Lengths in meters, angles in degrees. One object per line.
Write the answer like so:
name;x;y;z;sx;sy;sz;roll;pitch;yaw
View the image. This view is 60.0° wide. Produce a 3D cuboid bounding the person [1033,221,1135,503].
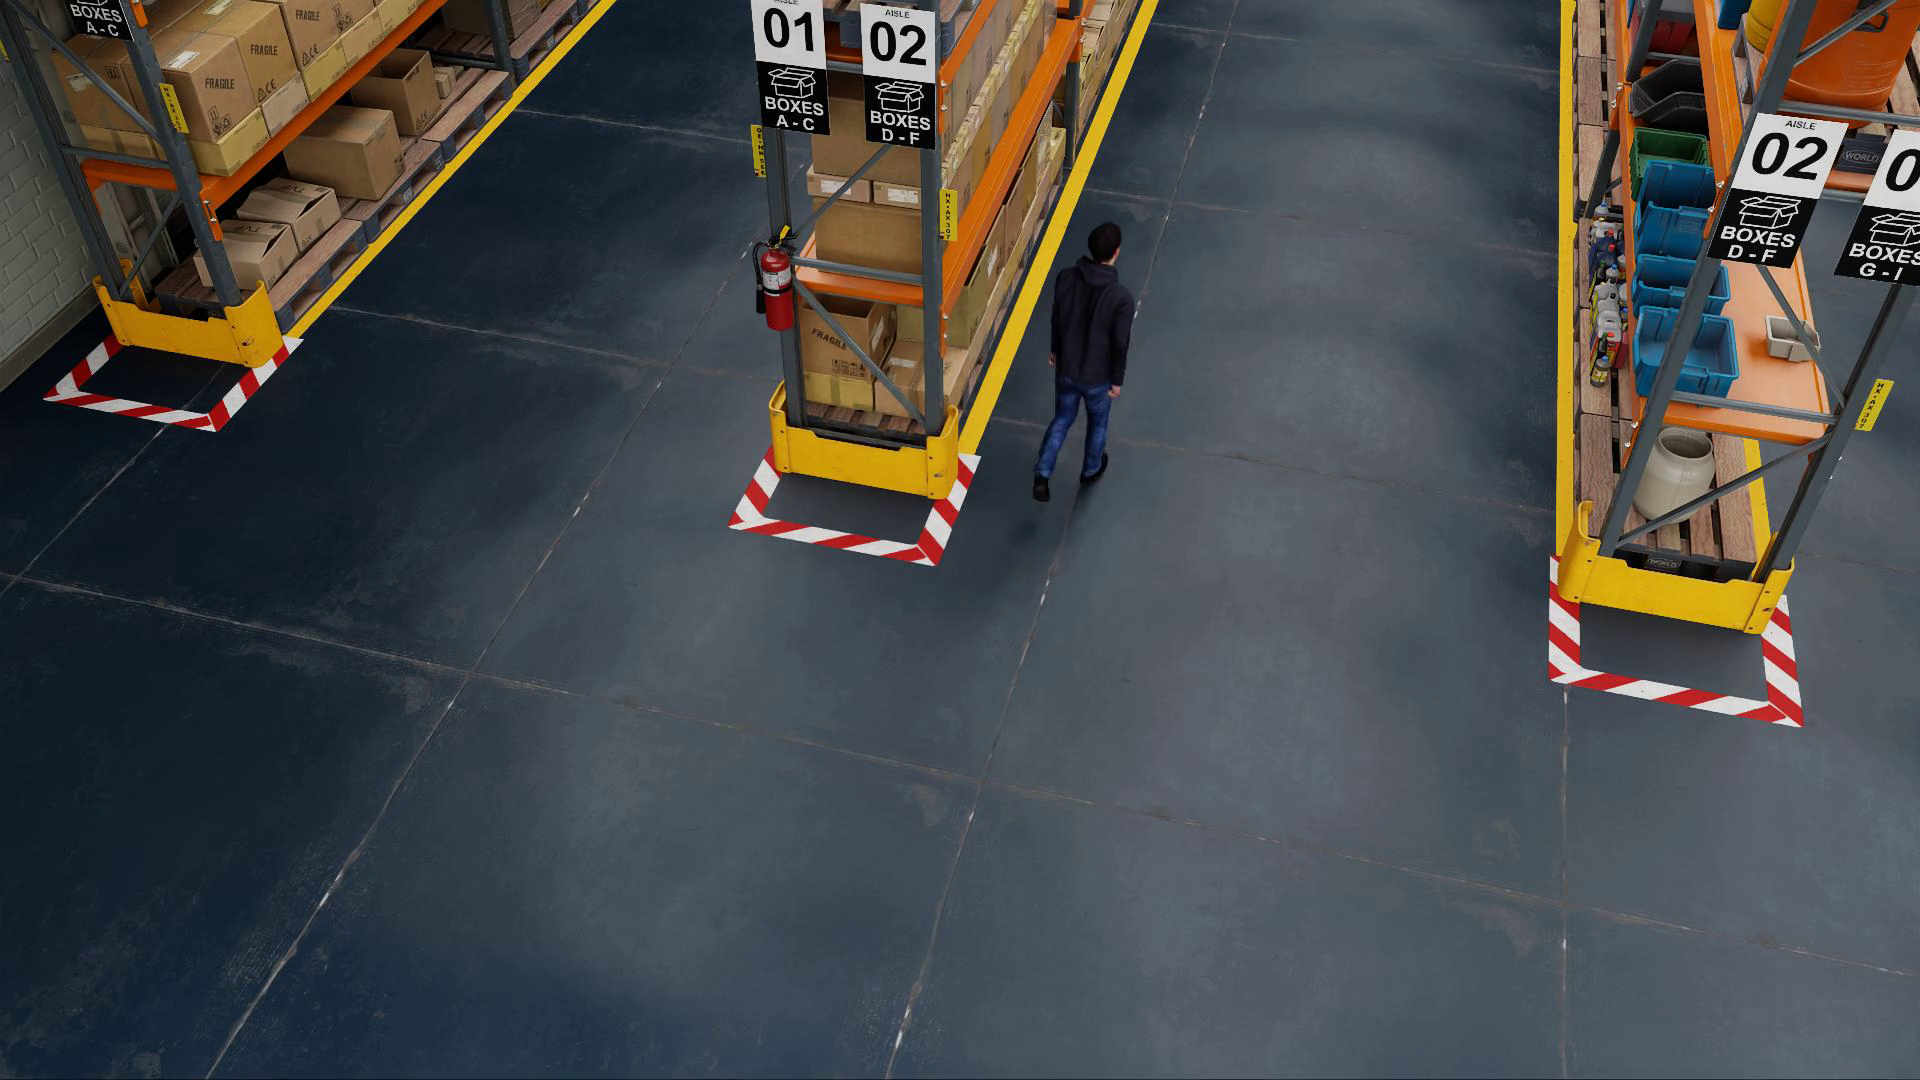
person;0.701;-0.988;9.932;0.848;1.867;1.093;23;48;22
